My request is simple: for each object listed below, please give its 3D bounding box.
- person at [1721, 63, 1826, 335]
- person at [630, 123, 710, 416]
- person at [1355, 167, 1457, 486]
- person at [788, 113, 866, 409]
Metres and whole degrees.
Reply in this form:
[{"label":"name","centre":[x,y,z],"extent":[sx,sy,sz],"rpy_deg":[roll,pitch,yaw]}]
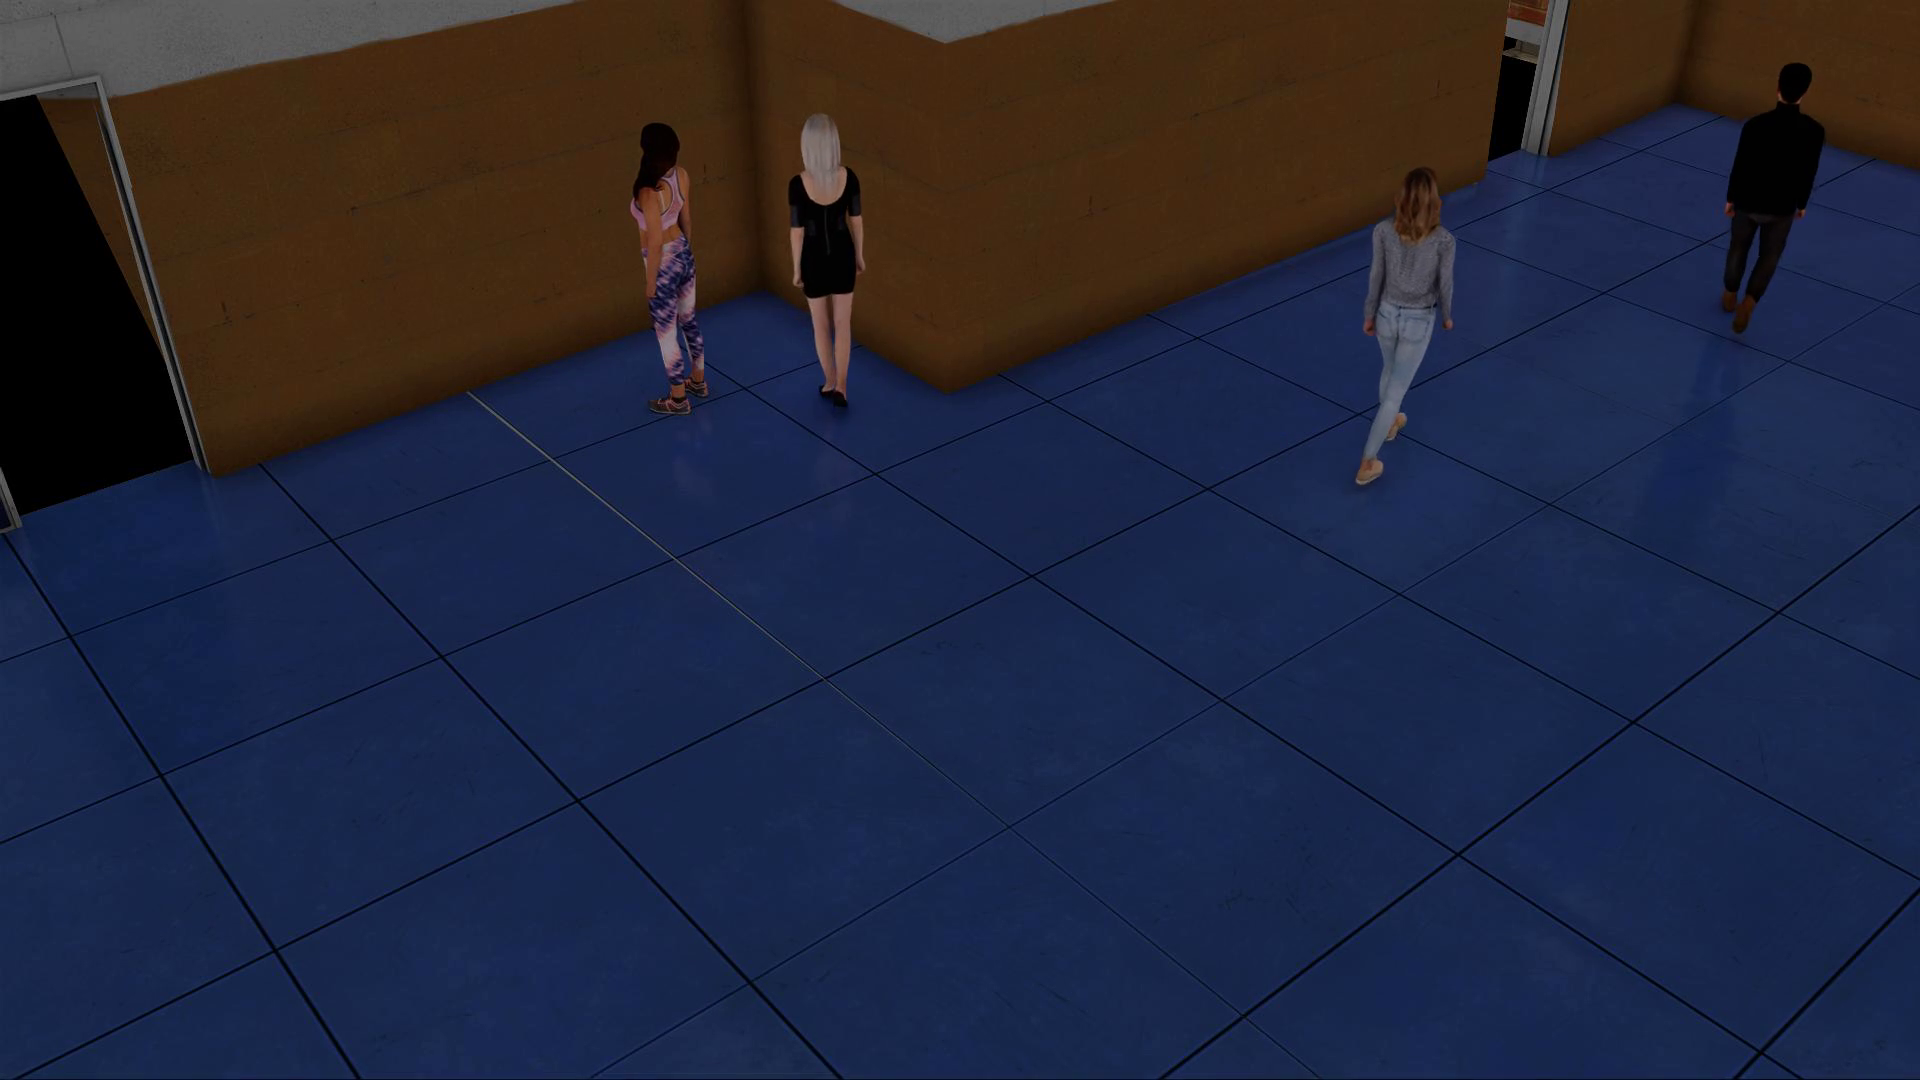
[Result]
[{"label":"person","centre":[5.175,-2.165,10.648],"extent":[1.016,1.707,0.927],"rpy_deg":[16,37,23]},{"label":"person","centre":[-1.698,-1.582,9.717],"extent":[0.672,1.767,0.668],"rpy_deg":[14,36,20]},{"label":"person","centre":[2.394,-1.113,9.025],"extent":[1.046,1.752,0.820],"rpy_deg":[21,39,29]},{"label":"person","centre":[-0.767,-1.579,9.656],"extent":[0.725,1.829,0.796],"rpy_deg":[-9,35,-14]}]
